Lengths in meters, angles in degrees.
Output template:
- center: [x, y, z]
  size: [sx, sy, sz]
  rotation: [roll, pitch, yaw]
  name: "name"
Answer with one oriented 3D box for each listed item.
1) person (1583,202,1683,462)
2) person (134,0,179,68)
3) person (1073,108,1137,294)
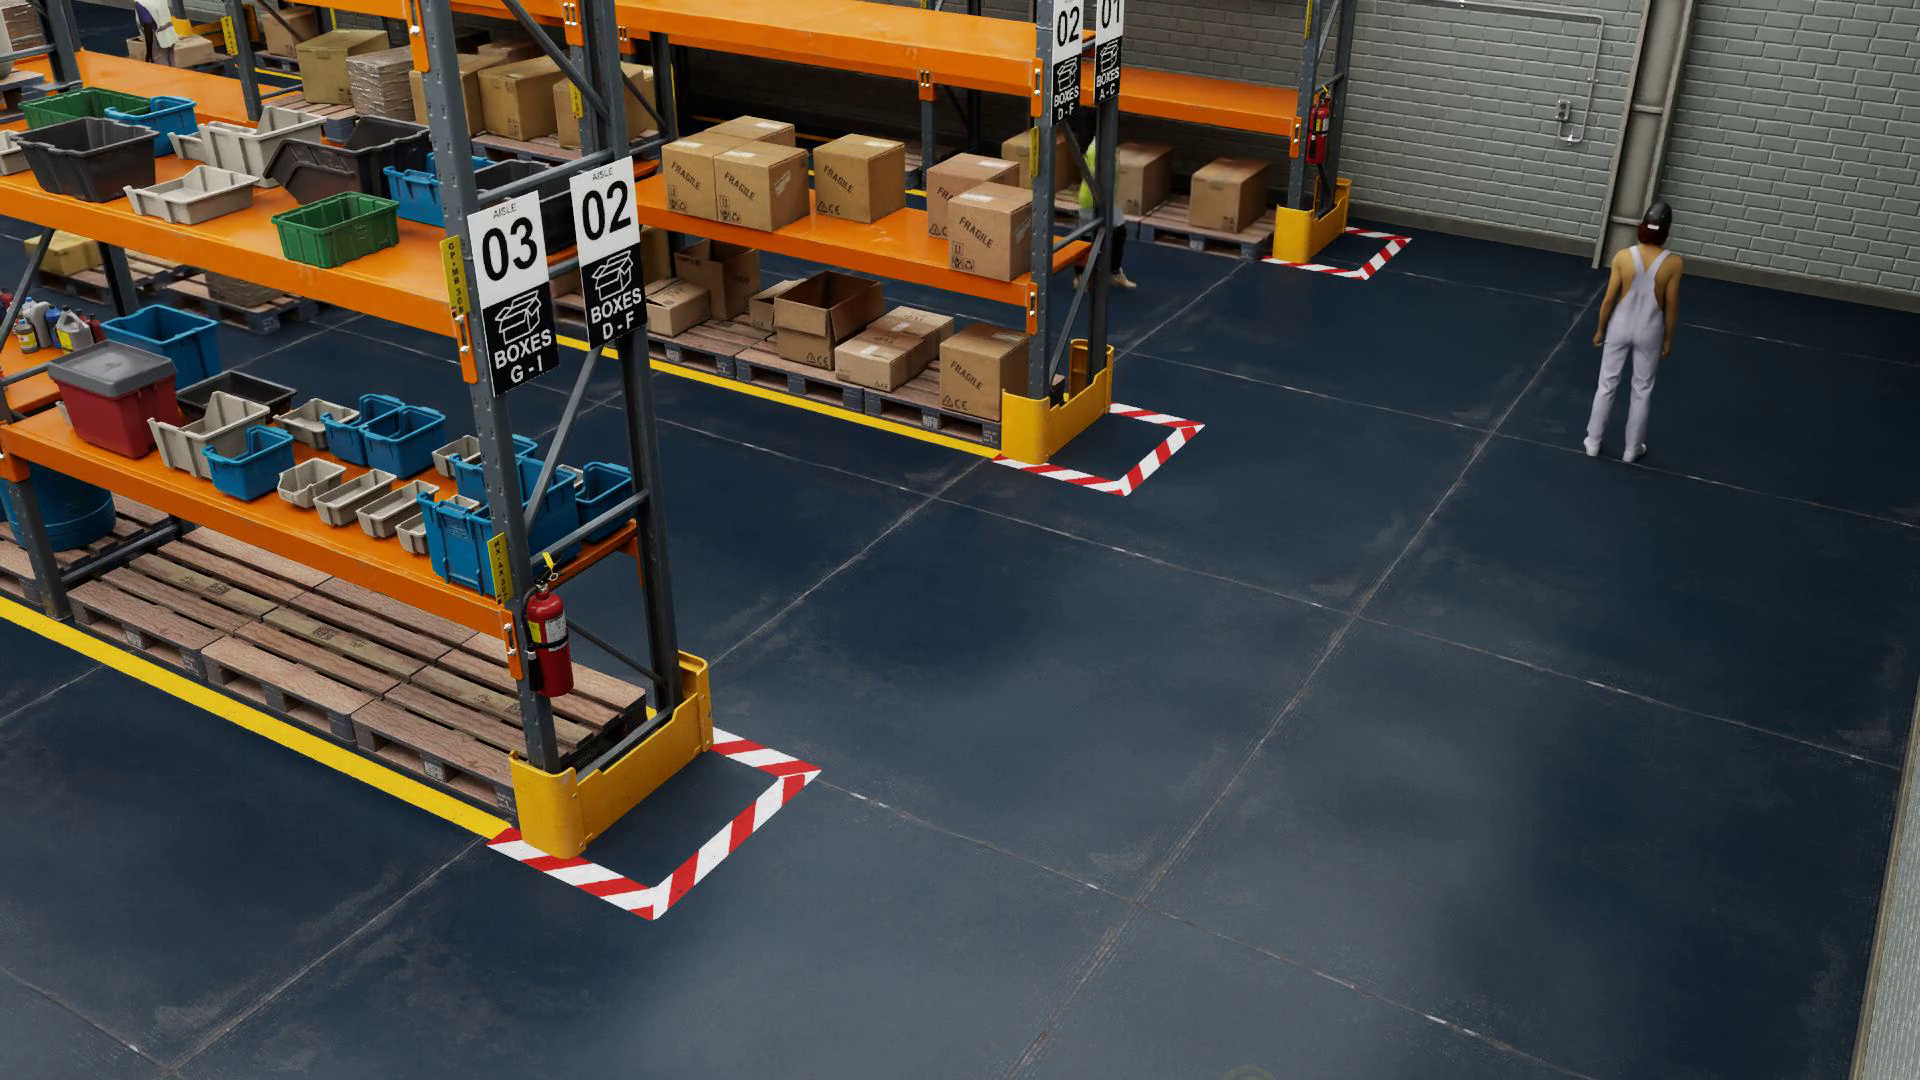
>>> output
- center: [4.709, -1.452, 11.602]
  size: [0.517, 1.864, 0.373]
  rotation: [13, 32, 22]
  name: "person"
- center: [-9.263, -5.710, 19.256]
  size: [0.390, 1.850, 0.565]
  rotation: [0, 29, 1]
  name: "person"
- center: [1.291, -2.917, 14.414]
  size: [0.661, 1.674, 0.544]
  rotation: [15, 32, 25]
  name: "person"
